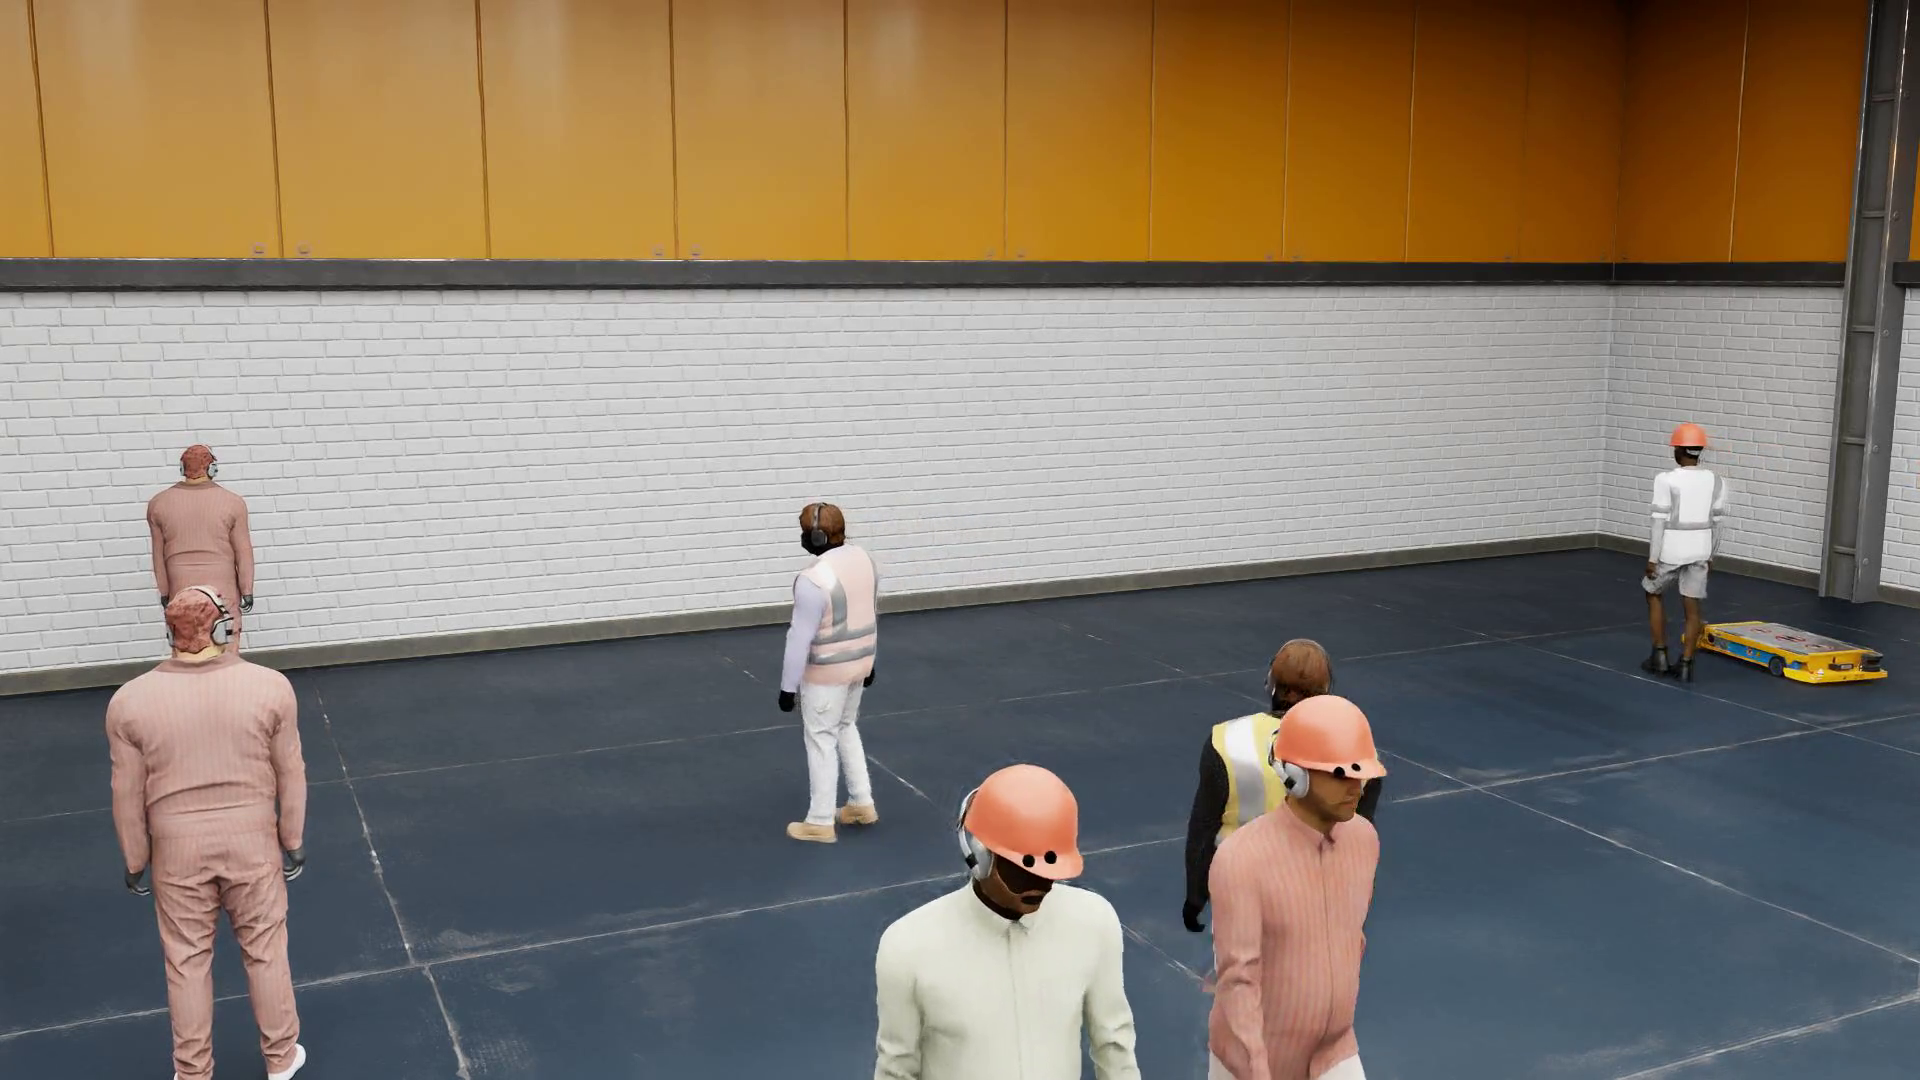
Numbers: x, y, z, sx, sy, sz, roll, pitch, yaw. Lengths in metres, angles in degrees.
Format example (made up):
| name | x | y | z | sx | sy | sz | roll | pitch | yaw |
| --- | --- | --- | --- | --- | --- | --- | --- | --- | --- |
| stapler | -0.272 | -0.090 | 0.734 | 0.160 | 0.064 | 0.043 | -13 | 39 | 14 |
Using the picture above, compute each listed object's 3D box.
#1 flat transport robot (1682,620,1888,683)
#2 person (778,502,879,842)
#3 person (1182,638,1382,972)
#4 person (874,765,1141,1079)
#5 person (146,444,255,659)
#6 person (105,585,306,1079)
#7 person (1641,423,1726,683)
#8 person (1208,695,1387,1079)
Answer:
| name | x | y | z | sx | sy | sz | roll | pitch | yaw |
| --- | --- | --- | --- | --- | --- | --- | --- | --- | --- |
| flat transport robot | 6.338 | 0.839 | 12.839 | 0.652 | 0.197 | 1.431 | -2 | 9 | -15 |
| person | -0.680 | 0.705 | 8.832 | 0.428 | 1.835 | 0.665 | 5 | 11 | 30 |
| person | 1.098 | 1.237 | 5.627 | 0.628 | 1.810 | 0.833 | -2 | 9 | -10 |
| person | 0.071 | 1.429 | 4.012 | 0.619 | 1.949 | 0.926 | -4 | 10 | -21 |
| person | -5.028 | 0.309 | 11.099 | 0.637 | 1.900 | 0.404 | -2 | 9 | -10 |
| person | -2.738 | 1.109 | 6.113 | 0.643 | 1.905 | 0.399 | -4 | 10 | -22 |
| person | 5.353 | 0.084 | 12.415 | 0.580 | 1.917 | 0.606 | -1 | 9 | -4 |
| person | 0.918 | 1.362 | 4.415 | 0.618 | 1.932 | 1.061 | -5 | 11 | -30 |
